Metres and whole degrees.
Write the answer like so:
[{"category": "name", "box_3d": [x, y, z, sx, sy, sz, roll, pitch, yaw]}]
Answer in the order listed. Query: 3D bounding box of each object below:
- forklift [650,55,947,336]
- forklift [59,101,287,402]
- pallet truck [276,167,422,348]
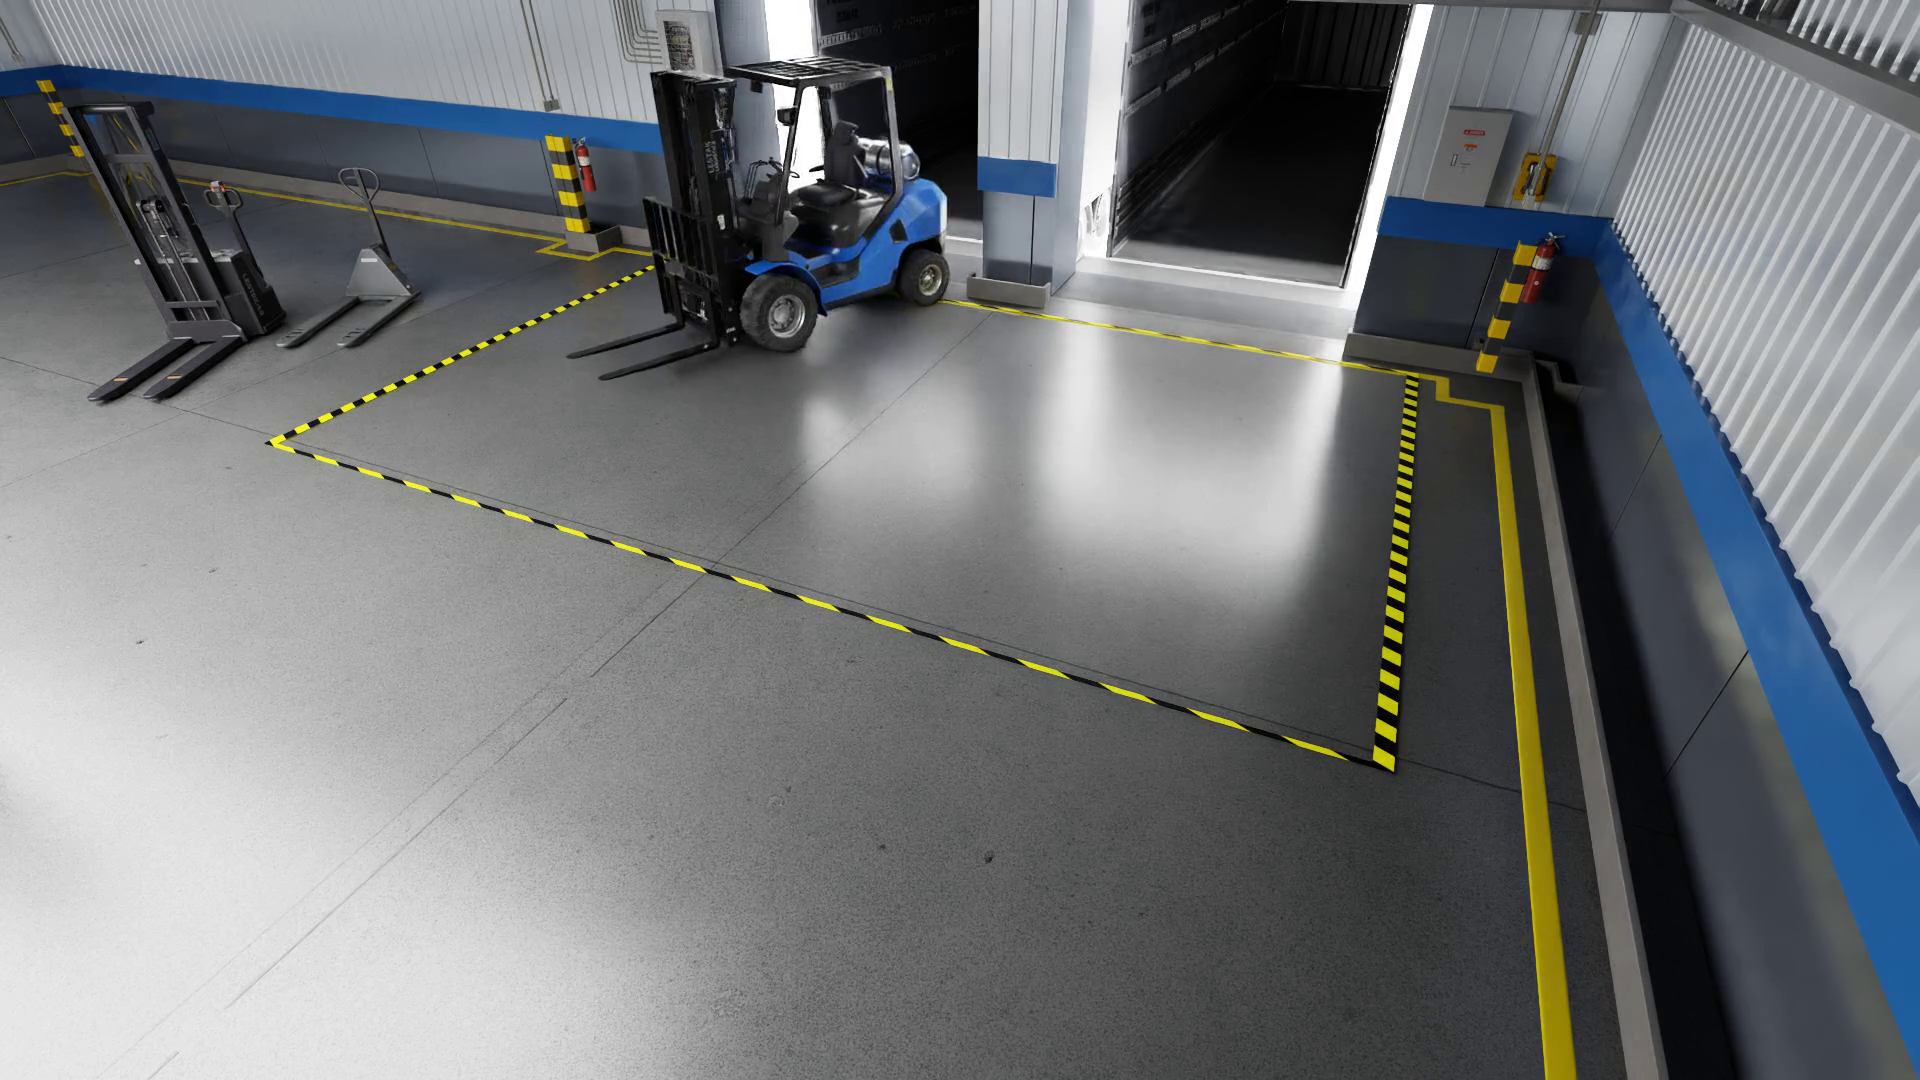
[{"category": "forklift", "box_3d": [-1.363, -3.191, 8.268, 2.680, 2.036, 1.157, -29, 44, -35]}, {"category": "forklift", "box_3d": [-6.686, -2.387, 7.434, 0.823, 1.965, 1.885, -3, 35, -5]}, {"category": "pallet truck", "box_3d": [-5.732, -2.611, 8.414, 0.680, 1.201, 1.601, -1, 35, -1]}]
